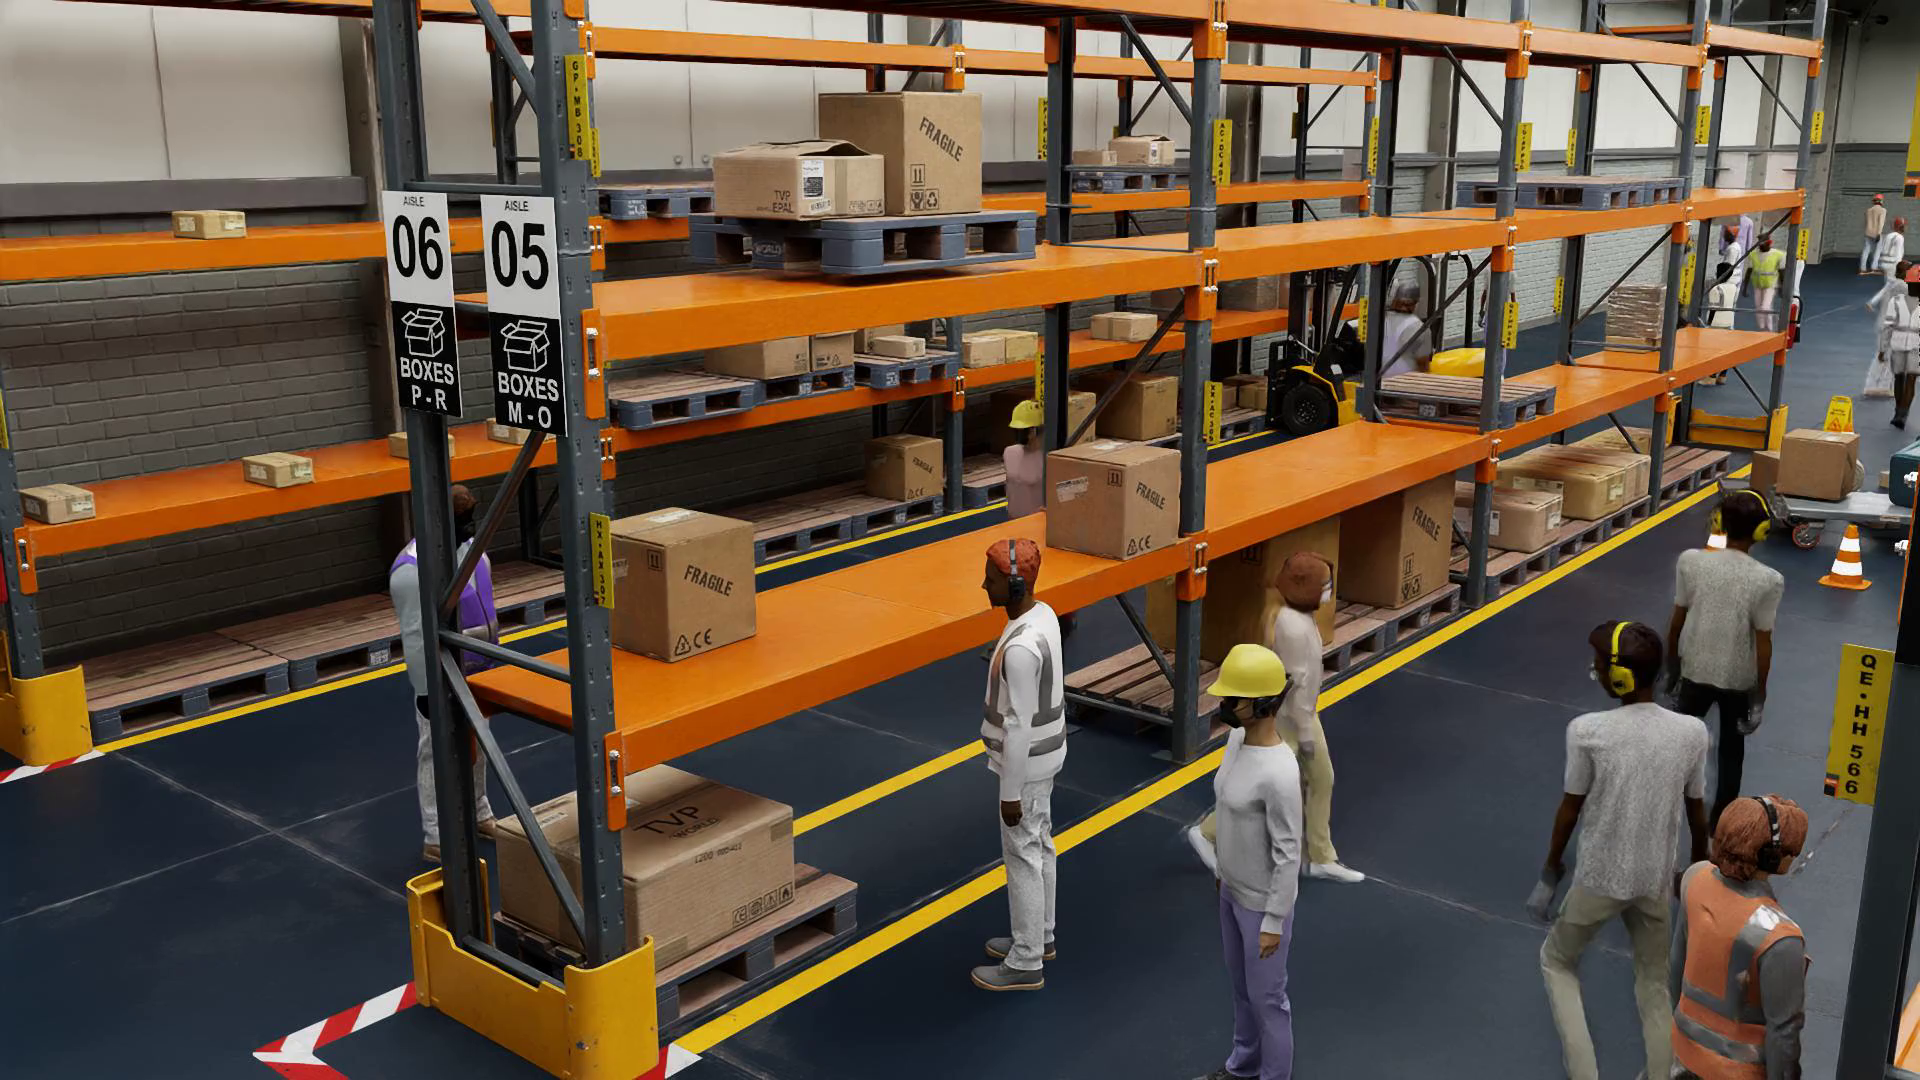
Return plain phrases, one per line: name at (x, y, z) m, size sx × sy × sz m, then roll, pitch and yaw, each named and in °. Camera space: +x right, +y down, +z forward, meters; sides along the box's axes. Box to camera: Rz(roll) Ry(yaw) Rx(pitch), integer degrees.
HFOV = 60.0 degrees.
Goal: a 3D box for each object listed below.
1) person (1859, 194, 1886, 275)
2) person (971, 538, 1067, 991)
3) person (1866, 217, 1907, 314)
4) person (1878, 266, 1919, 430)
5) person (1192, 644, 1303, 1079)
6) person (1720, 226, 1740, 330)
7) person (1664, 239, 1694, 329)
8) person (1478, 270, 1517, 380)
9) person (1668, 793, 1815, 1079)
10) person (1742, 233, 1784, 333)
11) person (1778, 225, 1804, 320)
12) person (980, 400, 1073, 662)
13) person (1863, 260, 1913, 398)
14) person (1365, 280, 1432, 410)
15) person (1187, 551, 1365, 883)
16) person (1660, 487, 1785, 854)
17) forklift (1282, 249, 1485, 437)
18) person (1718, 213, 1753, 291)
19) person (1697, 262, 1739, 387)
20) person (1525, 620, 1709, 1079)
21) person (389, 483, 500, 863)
person at (22.317, -7.471, 40.692) m, size 0.659 × 1.936 × 0.640 m, roll -6°, pitch 15°, yaw -23°
person at (0.246, 0.904, 6.730) m, size 0.359 × 1.880 × 0.575 m, roll 3°, pitch 14°, yaw 11°
person at (17.467, -5.107, 31.221) m, size 0.456 × 1.874 × 0.591 m, roll 3°, pitch 14°, yaw 11°
person at (11.120, -2.257, 19.557) m, size 0.560 × 1.893 × 0.890 m, roll 12°, pitch 18°, yaw 39°
person at (0.985, 1.208, 5.719) m, size 0.322 × 1.767 × 0.533 m, roll -2°, pitch 14°, yaw -10°
person at (13.116, -4.413, 28.384) m, size 0.356 × 1.875 × 0.597 m, roll 6°, pitch 15°, yaw 24°
person at (12.141, -4.225, 27.966) m, size 0.567 × 1.708 × 0.920 m, roll 4°, pitch 14°, yaw 17°
person at (7.448, -3.121, 23.121) m, size 0.521 × 1.876 × 0.325 m, roll 12°, pitch 18°, yaw 40°
person at (2.205, 1.505, 4.769) m, size 0.305 × 1.639 × 0.522 m, roll -2°, pitch 14°, yaw -9°
person at (13.219, -4.139, 27.382) m, size 0.519 × 1.816 × 0.584 m, roll -9°, pitch 16°, yaw -32°
person at (15.424, -5.024, 30.832) m, size 0.396 × 1.898 × 0.644 m, roll 6°, pitch 15°, yaw 25°
person at (0.500, -0.093, 11.118) m, size 0.531 × 1.716 × 0.923 m, roll 11°, pitch 18°, yaw 38°
person at (12.154, -2.752, 21.754) m, size 0.522 × 1.804 × 0.525 m, roll 0°, pitch 14°, yaw -1°
person at (4.320, -1.559, 16.415) m, size 0.692 × 2.000 × 0.685 m, roll 11°, pitch 18°, yaw 38°
person at (1.477, 0.812, 7.657) m, size 0.774 × 1.597 × 0.490 m, roll 5°, pitch 15°, yaw 20°
person at (3.501, 0.665, 7.767) m, size 0.518 × 1.847 × 0.824 m, roll 12°, pitch 18°, yaw 39°
forklift at (4.886, -2.214, 18.767) m, size 2.313 × 2.155 × 1.214 m, roll 11°, pitch 18°, yaw 38°
person at (16.960, -6.398, 36.411) m, size 0.648 × 1.904 × 0.401 m, roll 4°, pitch 14°, yaw 18°
person at (10.397, -2.949, 22.787) m, size 0.541 × 1.696 × 0.315 m, roll -9°, pitch 16°, yaw -31°
person at (2.257, 1.188, 5.656) m, size 0.627 × 1.843 × 0.470 m, roll -1°, pitch 14°, yaw -4°
person at (-2.409, 0.629, 7.944) m, size 0.429 × 1.837 × 0.628 m, roll 5°, pitch 15°, yaw 18°
